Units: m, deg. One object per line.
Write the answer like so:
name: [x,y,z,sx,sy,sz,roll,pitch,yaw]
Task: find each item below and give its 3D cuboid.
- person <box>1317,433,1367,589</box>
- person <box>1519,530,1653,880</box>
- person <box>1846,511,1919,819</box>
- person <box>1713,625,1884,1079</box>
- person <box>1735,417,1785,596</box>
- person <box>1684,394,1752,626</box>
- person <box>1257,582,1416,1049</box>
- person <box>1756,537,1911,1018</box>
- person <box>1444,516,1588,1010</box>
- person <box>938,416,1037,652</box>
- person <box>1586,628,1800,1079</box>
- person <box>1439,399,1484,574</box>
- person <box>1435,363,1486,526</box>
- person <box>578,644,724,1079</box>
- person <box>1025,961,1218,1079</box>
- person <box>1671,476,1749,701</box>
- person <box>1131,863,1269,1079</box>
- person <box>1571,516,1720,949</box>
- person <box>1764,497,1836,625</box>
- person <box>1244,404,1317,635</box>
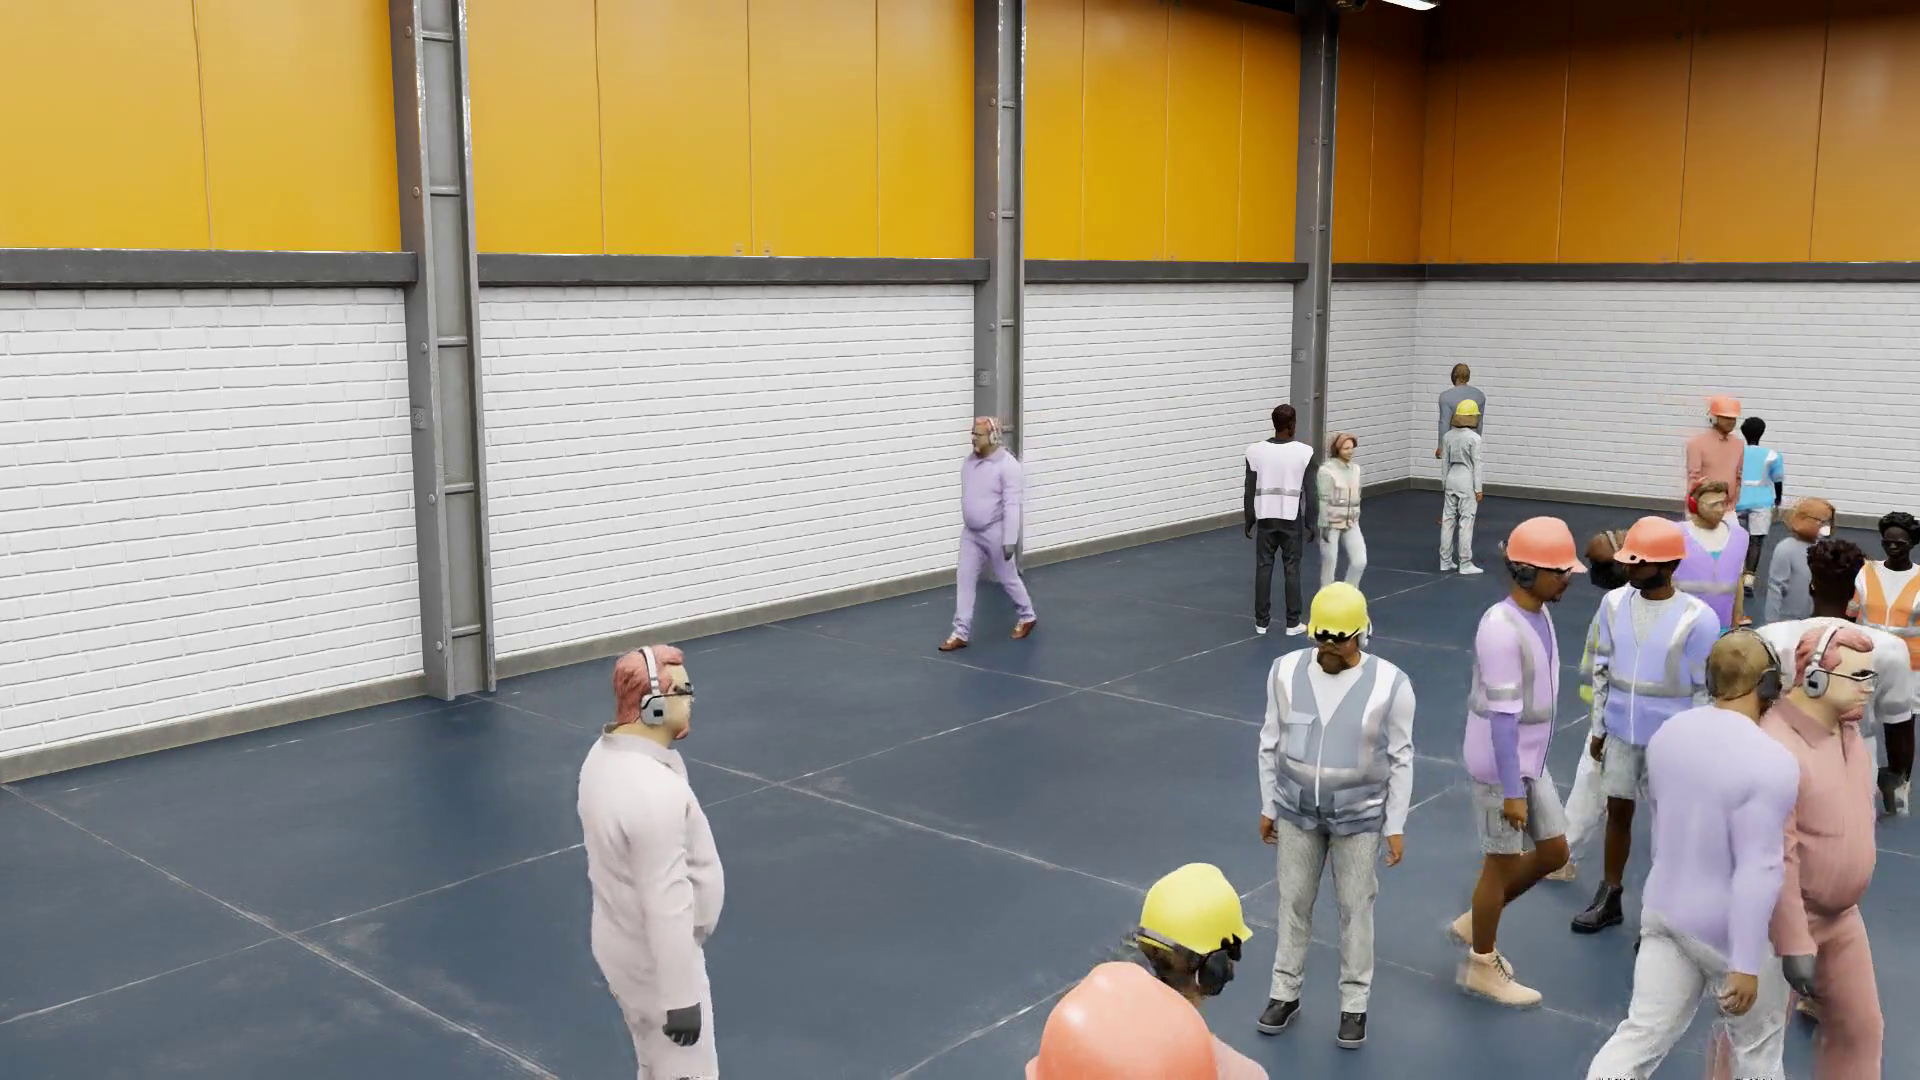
person: [3.287,-0.109,14.345,0.521,1.624,0.430,-4,10,-24]
person: [3.167,0.836,7.941,0.959,1.781,0.639,7,11,37]
person: [5.117,0.680,9.164,0.535,1.697,0.321,7,12,38]
person: [2.749,1.213,5.230,0.664,1.882,0.720,-6,11,-33]
person: [7.390,-0.322,15.567,0.527,1.663,0.848,6,11,33]
person: [6.460,-0.246,14.154,0.634,1.964,0.846,-2,9,-13]
person: [1.436,1.051,6.441,0.591,1.824,0.404,5,10,27]
person: [3.517,0.947,6.787,0.616,1.928,0.975,4,10,26]
person: [2.268,0.905,6.727,0.427,2.024,0.617,7,12,38]
person: [0.253,-0.072,13.365,0.650,1.865,0.994,8,12,42]
person: [2.357,1.214,5.270,1.025,1.881,0.649,-3,9,-16]
person: [5.043,-0.536,16.656,0.295,1.744,0.491,-6,11,-32]
person: [5.942,-1.137,19.815,0.629,1.940,0.379,-3,10,-20]
person: [-0.953,1.248,4.977,0.620,1.893,0.659,-4,10,-23]
person: [0.221,1.590,2.366,0.607,2.044,0.379,-5,10,-29]
person: [4.336,0.509,9.846,0.564,1.825,0.602,-1,9,-7]
person: [0.398,1.553,3.512,0.576,1.746,0.538,-6,11,-31]
person: [3.033,0.850,7.354,0.376,1.934,0.547,-7,12,-39]
person: [5.195,0.525,10.361,0.515,1.613,0.388,-5,10,-30]
person: [2.648,-0.164,13.782,0.597,1.913,0.371,3,10,20]
